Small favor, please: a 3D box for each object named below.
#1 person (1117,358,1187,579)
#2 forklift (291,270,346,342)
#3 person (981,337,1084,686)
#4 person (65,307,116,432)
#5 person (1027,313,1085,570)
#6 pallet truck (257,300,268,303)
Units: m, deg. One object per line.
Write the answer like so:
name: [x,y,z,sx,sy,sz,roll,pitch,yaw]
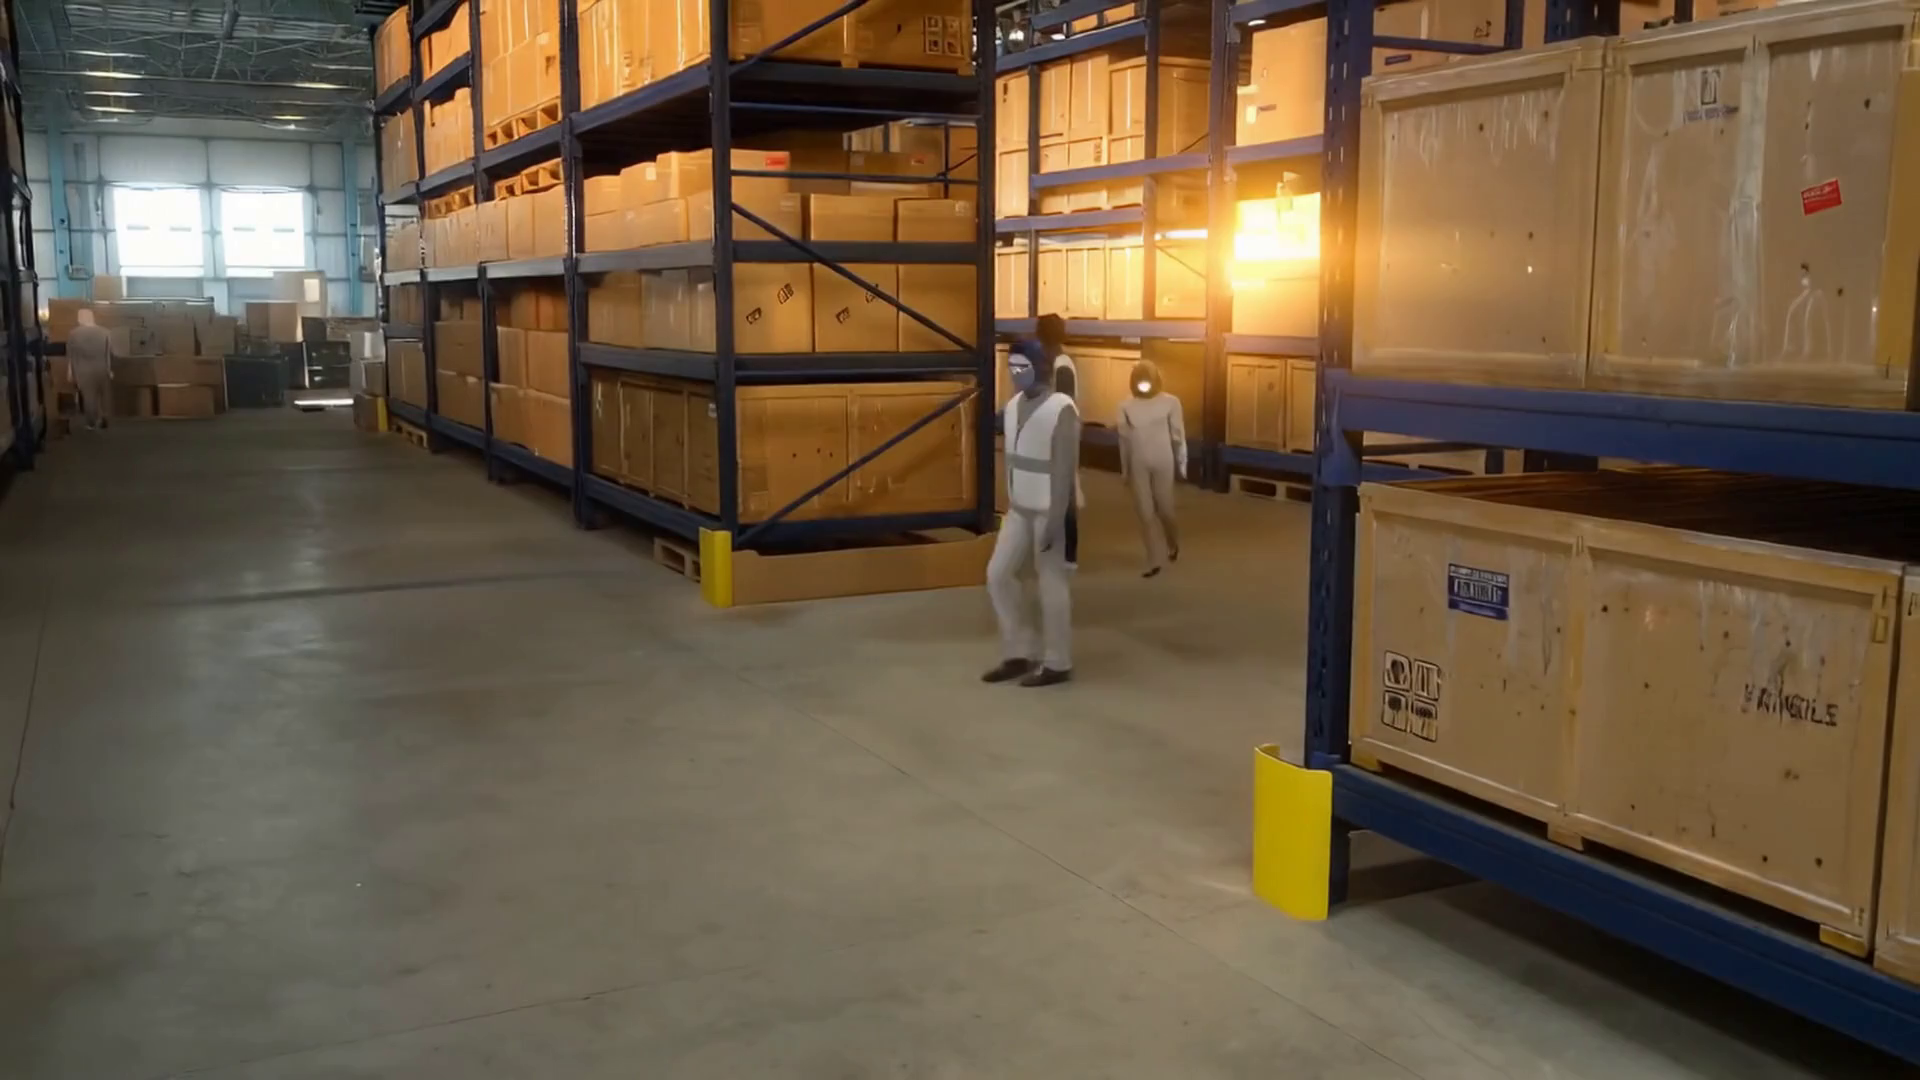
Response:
person: [1.424,-0.537,12.174,0.519,1.605,0.558,3,9,22]
forklift: [-18.599,-6.326,47.712,1.873,2.768,1.129,6,10,36]
person: [0.352,-0.128,8.614,0.581,1.827,0.569,-6,10,-36]
person: [-13.253,-2.590,25.326,0.431,1.891,0.676,8,11,44]
person: [0.728,-0.729,12.415,0.372,1.916,0.597,-1,8,-10]
pallet truck: [-23.913,-7.404,58.171,1.885,1.965,0.823,-1,8,-9]
